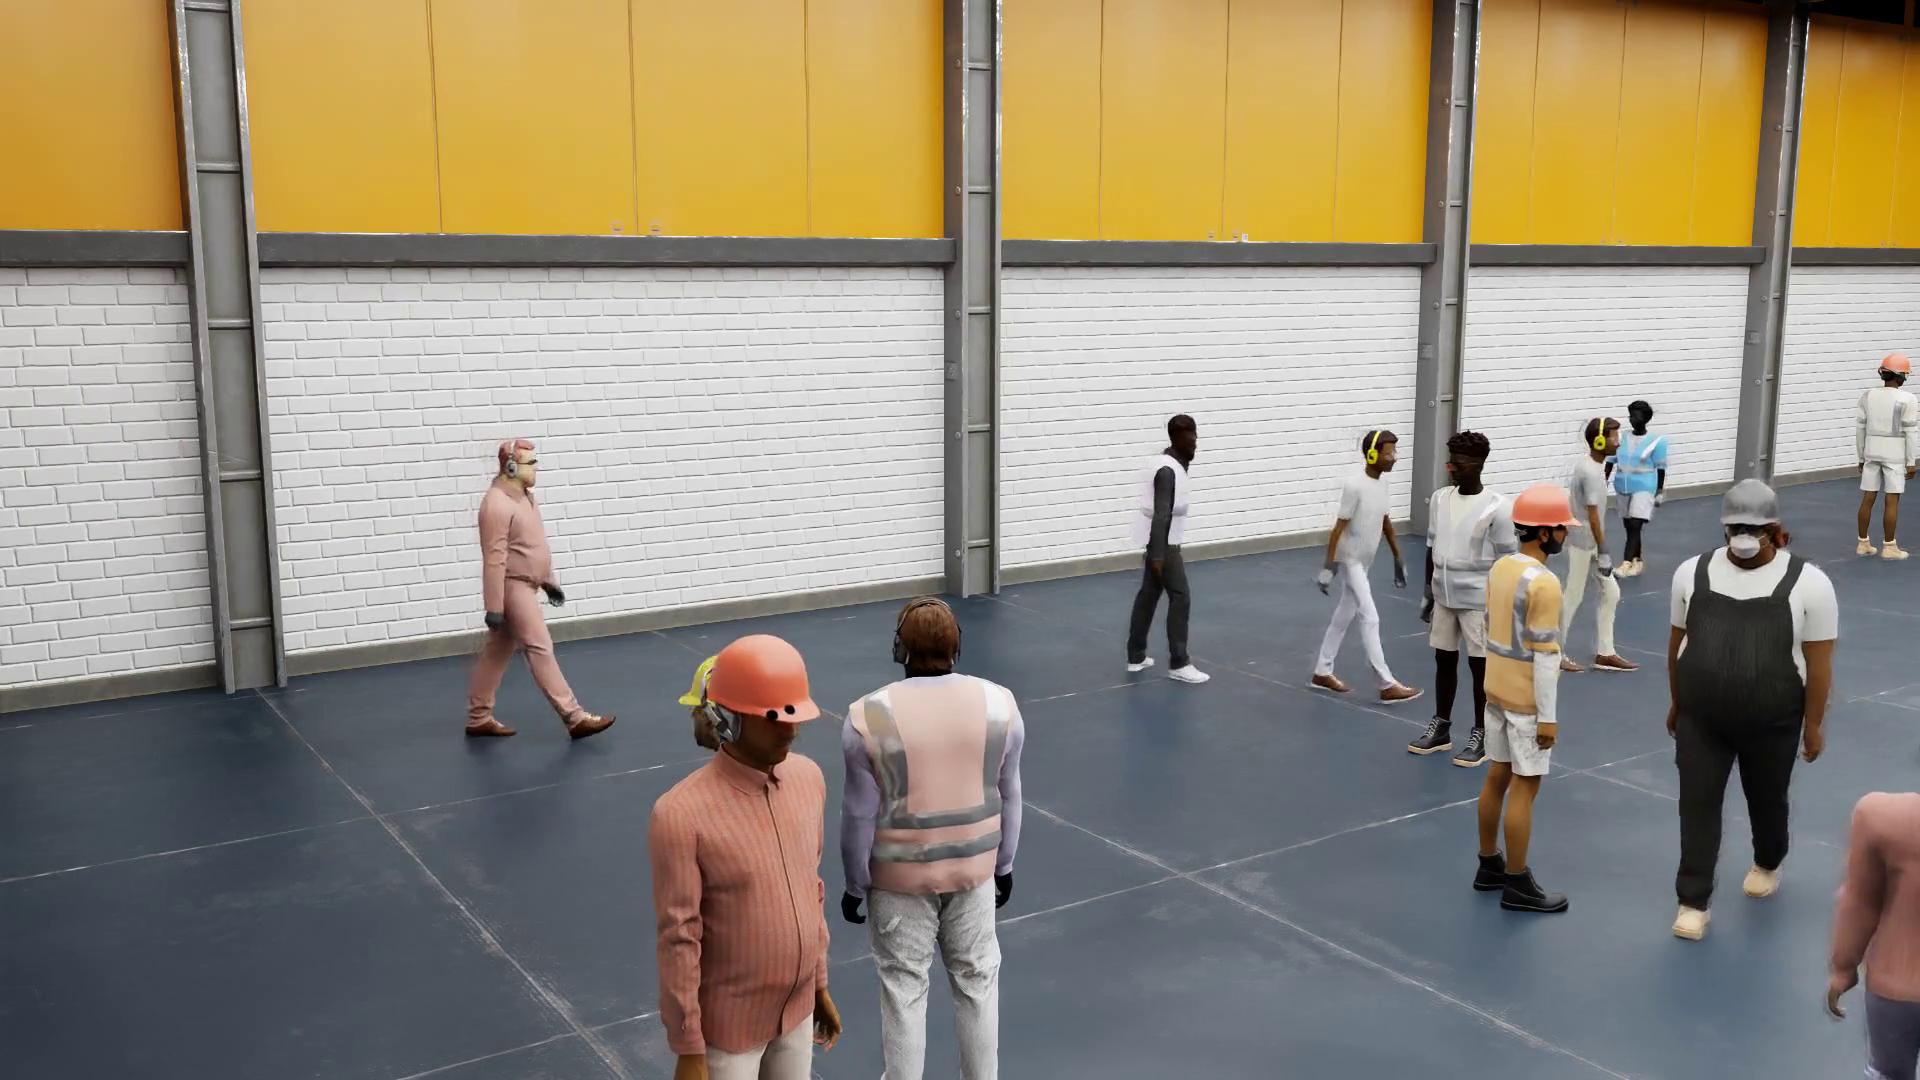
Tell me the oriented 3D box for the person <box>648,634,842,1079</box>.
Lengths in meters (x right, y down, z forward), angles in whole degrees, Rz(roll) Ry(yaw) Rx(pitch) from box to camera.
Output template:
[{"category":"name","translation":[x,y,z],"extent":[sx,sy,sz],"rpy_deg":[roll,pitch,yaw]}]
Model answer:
[{"category":"person","translation":[-0.531,1.218,4.319],"extent":[0.383,1.992,0.609],"rpy_deg":[6,11,33]}]

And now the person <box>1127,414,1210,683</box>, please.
[{"category":"person","translation":[1.478,0.051,11.700],"extent":[0.645,1.873,0.674],"rpy_deg":[2,10,10]}]

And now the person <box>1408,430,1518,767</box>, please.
[{"category":"person","translation":[2.948,0.334,9.718],"extent":[0.373,1.966,0.607],"rpy_deg":[-6,11,-33]}]

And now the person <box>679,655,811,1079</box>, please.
[{"category":"person","translation":[-0.624,1.201,5.189],"extent":[0.477,1.733,0.481],"rpy_deg":[0,9,0]}]

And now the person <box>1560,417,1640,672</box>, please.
[{"category":"person","translation":[4.560,0.052,11.791],"extent":[0.784,1.840,0.564],"rpy_deg":[4,10,23]}]

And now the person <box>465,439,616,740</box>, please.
[{"category":"person","translation":[-2.613,0.313,10.144],"extent":[0.976,1.855,0.660],"rpy_deg":[-1,9,-3]}]

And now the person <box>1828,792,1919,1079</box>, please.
[{"category":"person","translation":[2.773,1.272,4.697],"extent":[0.555,1.750,0.392],"rpy_deg":[9,13,42]}]

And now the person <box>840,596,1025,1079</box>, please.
[{"category":"person","translation":[-0.103,1.096,5.506],"extent":[0.621,1.845,0.429],"rpy_deg":[-3,10,-19]}]

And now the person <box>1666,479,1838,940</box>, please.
[{"category":"person","translation":[3.490,0.683,7.394],"extent":[0.683,2.000,0.966],"rpy_deg":[7,12,35]}]

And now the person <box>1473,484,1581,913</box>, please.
[{"category":"person","translation":[2.579,0.706,7.562],"extent":[0.377,1.938,0.547],"rpy_deg":[-1,9,-7]}]

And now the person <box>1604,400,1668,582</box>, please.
[{"category":"person","translation":[6.135,-0.442,15.293],"extent":[0.821,1.665,0.544],"rpy_deg":[-7,12,-36]}]

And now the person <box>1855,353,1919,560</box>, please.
[{"category":"person","translation":[9.165,-0.821,16.447],"extent":[0.372,2.044,0.607],"rpy_deg":[-5,11,-29]}]

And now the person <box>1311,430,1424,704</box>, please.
[{"category":"person","translation":[2.747,0.181,11.091],"extent":[0.929,1.815,0.586],"rpy_deg":[7,12,37]}]
